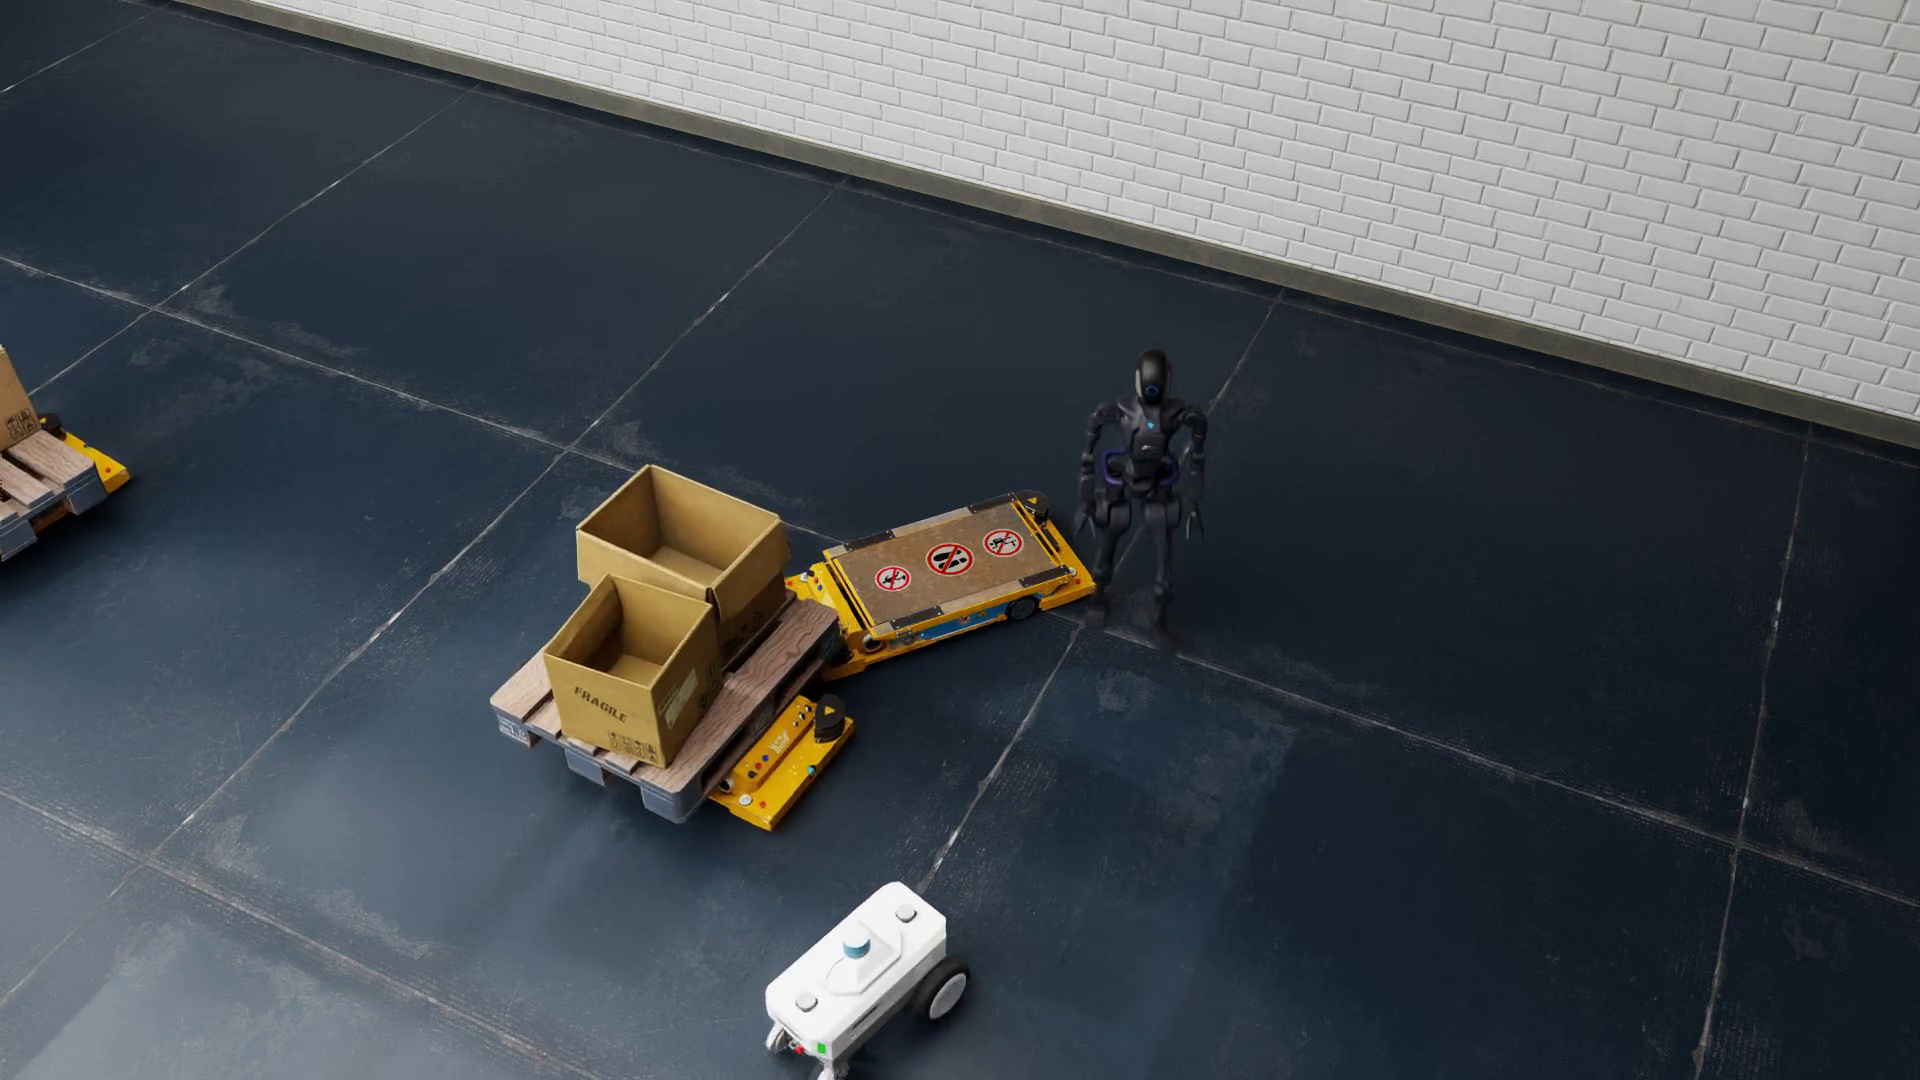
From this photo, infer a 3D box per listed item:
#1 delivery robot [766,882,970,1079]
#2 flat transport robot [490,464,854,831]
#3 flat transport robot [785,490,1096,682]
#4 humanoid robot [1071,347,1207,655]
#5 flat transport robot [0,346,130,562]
[{"bbox_3d":[-0.368,1.652,6.269,0.499,0.603,0.803,32,52,30],"label":"delivery robot"},{"bbox_3d":[-1.247,0.740,7.457,1.431,0.231,0.659,22,47,22],"label":"flat transport robot"},{"bbox_3d":[-0.120,0.201,8.038,1.431,0.231,0.659,-17,46,-18],"label":"flat transport robot"},{"bbox_3d":[0.801,-0.180,7.413,0.599,1.647,0.421,0,43,0],"label":"humanoid robot"},{"bbox_3d":[-5.016,-0.105,8.368,0.659,0.231,1.431,25,48,25],"label":"flat transport robot"}]
